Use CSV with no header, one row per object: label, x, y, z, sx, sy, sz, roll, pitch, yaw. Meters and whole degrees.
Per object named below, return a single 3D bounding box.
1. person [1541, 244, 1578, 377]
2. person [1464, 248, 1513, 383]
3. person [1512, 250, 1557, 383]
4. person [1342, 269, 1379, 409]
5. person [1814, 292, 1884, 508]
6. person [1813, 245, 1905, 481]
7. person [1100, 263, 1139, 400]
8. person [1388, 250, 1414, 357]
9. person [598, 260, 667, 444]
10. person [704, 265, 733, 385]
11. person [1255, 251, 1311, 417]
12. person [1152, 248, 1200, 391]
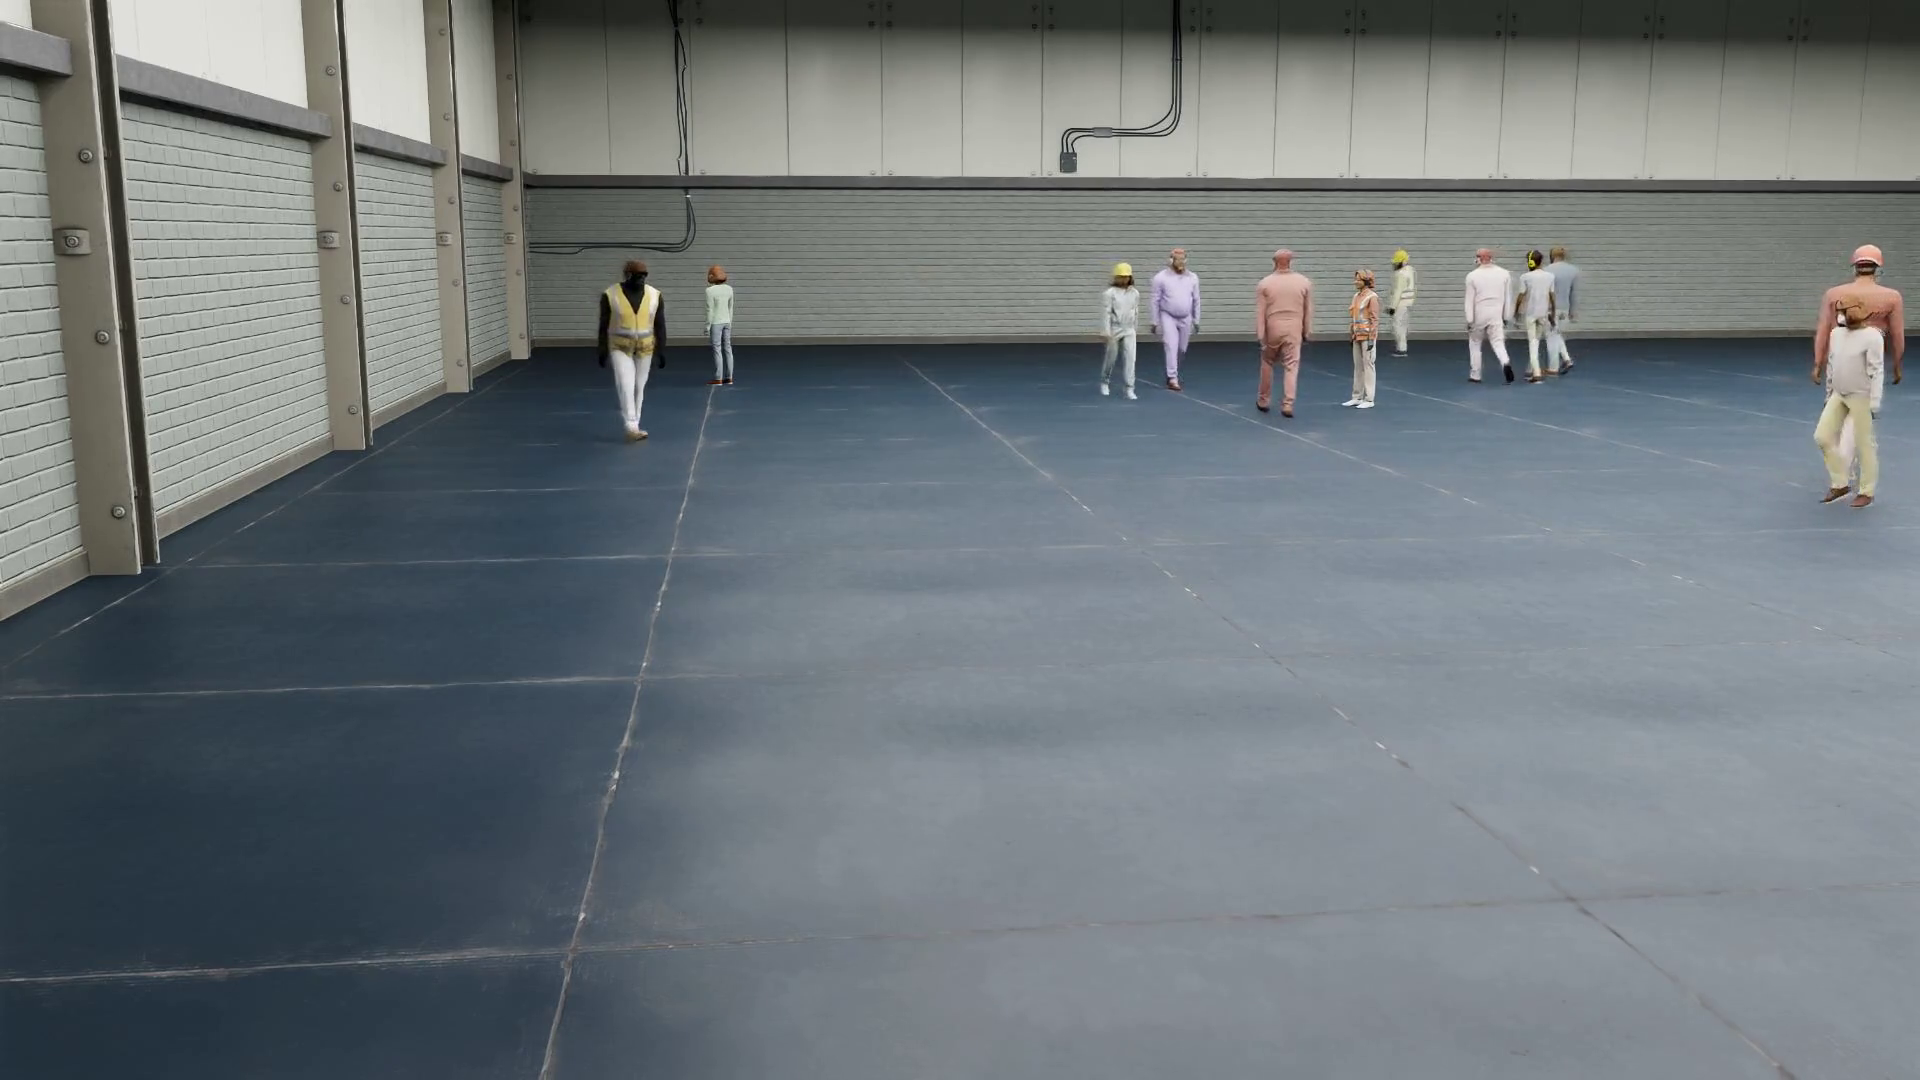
person,8.567,-3.301,24.018,0.625,1.919,0.449,-5,12,-27
person,7.298,-3.076,22.920,0.670,1.873,0.749,-1,10,-5
person,7.991,-3.121,23.268,0.546,1.828,0.893,-1,10,-5
person,4.779,-2.376,19.695,0.315,1.641,0.515,-3,11,-14
person,6.668,-1.041,12.441,0.495,1.604,0.612,-3,11,-16
person,7.588,-1.494,14.013,0.644,1.936,0.990,10,14,43
person,2.004,-2.647,21.005,0.493,1.708,0.849,-3,11,-18
person,7.434,-3.974,28.064,0.418,1.790,0.659,6,12,29
person,-3.224,-1.851,16.395,0.652,1.786,0.960,-5,11,-25
person,-3.301,-2.937,22.783,0.286,1.636,0.500,7,13,34
person,3.668,-2.355,18.992,0.656,1.857,0.995,0,10,2
person,2.875,-2.961,22.281,0.656,1.880,0.869,-3,11,-14
